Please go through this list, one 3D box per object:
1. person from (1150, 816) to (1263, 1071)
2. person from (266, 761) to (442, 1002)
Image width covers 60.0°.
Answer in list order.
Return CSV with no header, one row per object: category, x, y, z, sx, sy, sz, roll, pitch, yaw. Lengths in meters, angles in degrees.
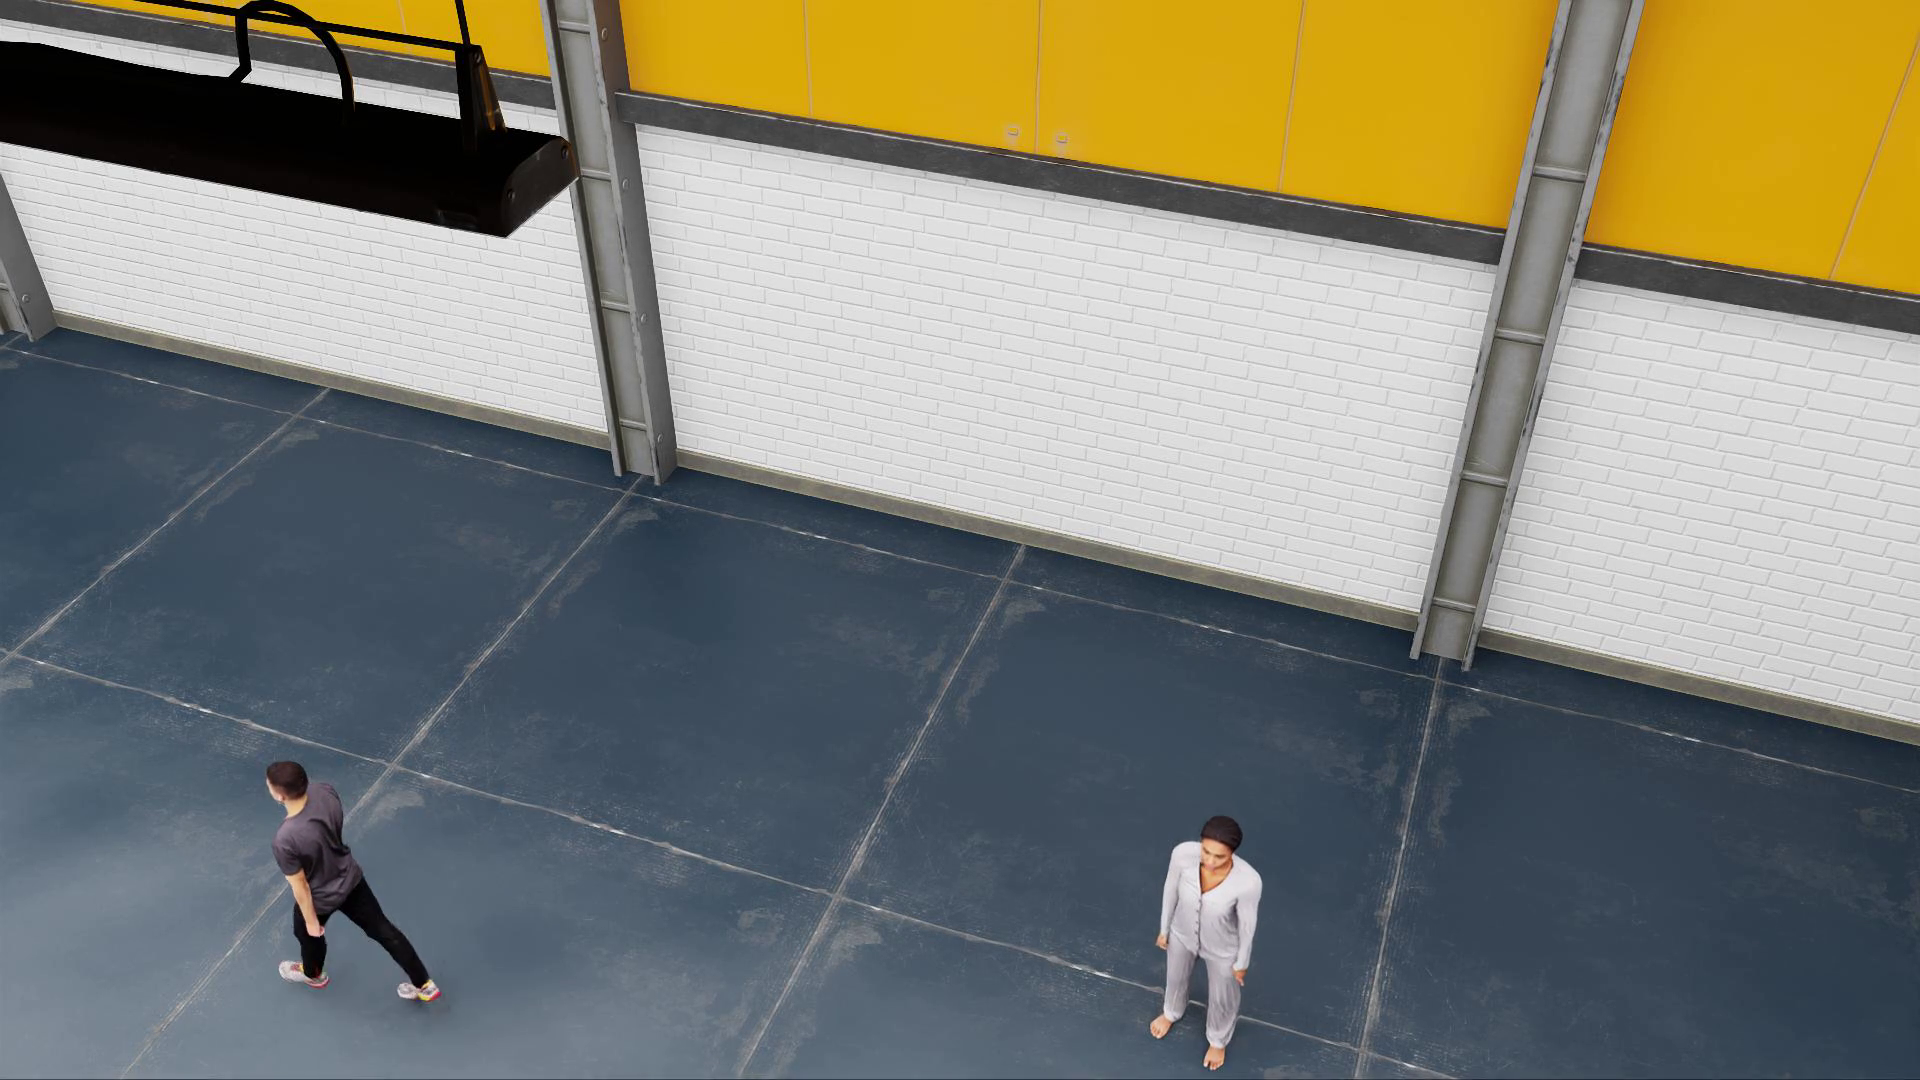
person,1.229,1.946,8.250,0.586,1.727,0.752,22,43,25
person,-3.123,1.794,8.446,1.172,1.721,0.678,11,40,14
